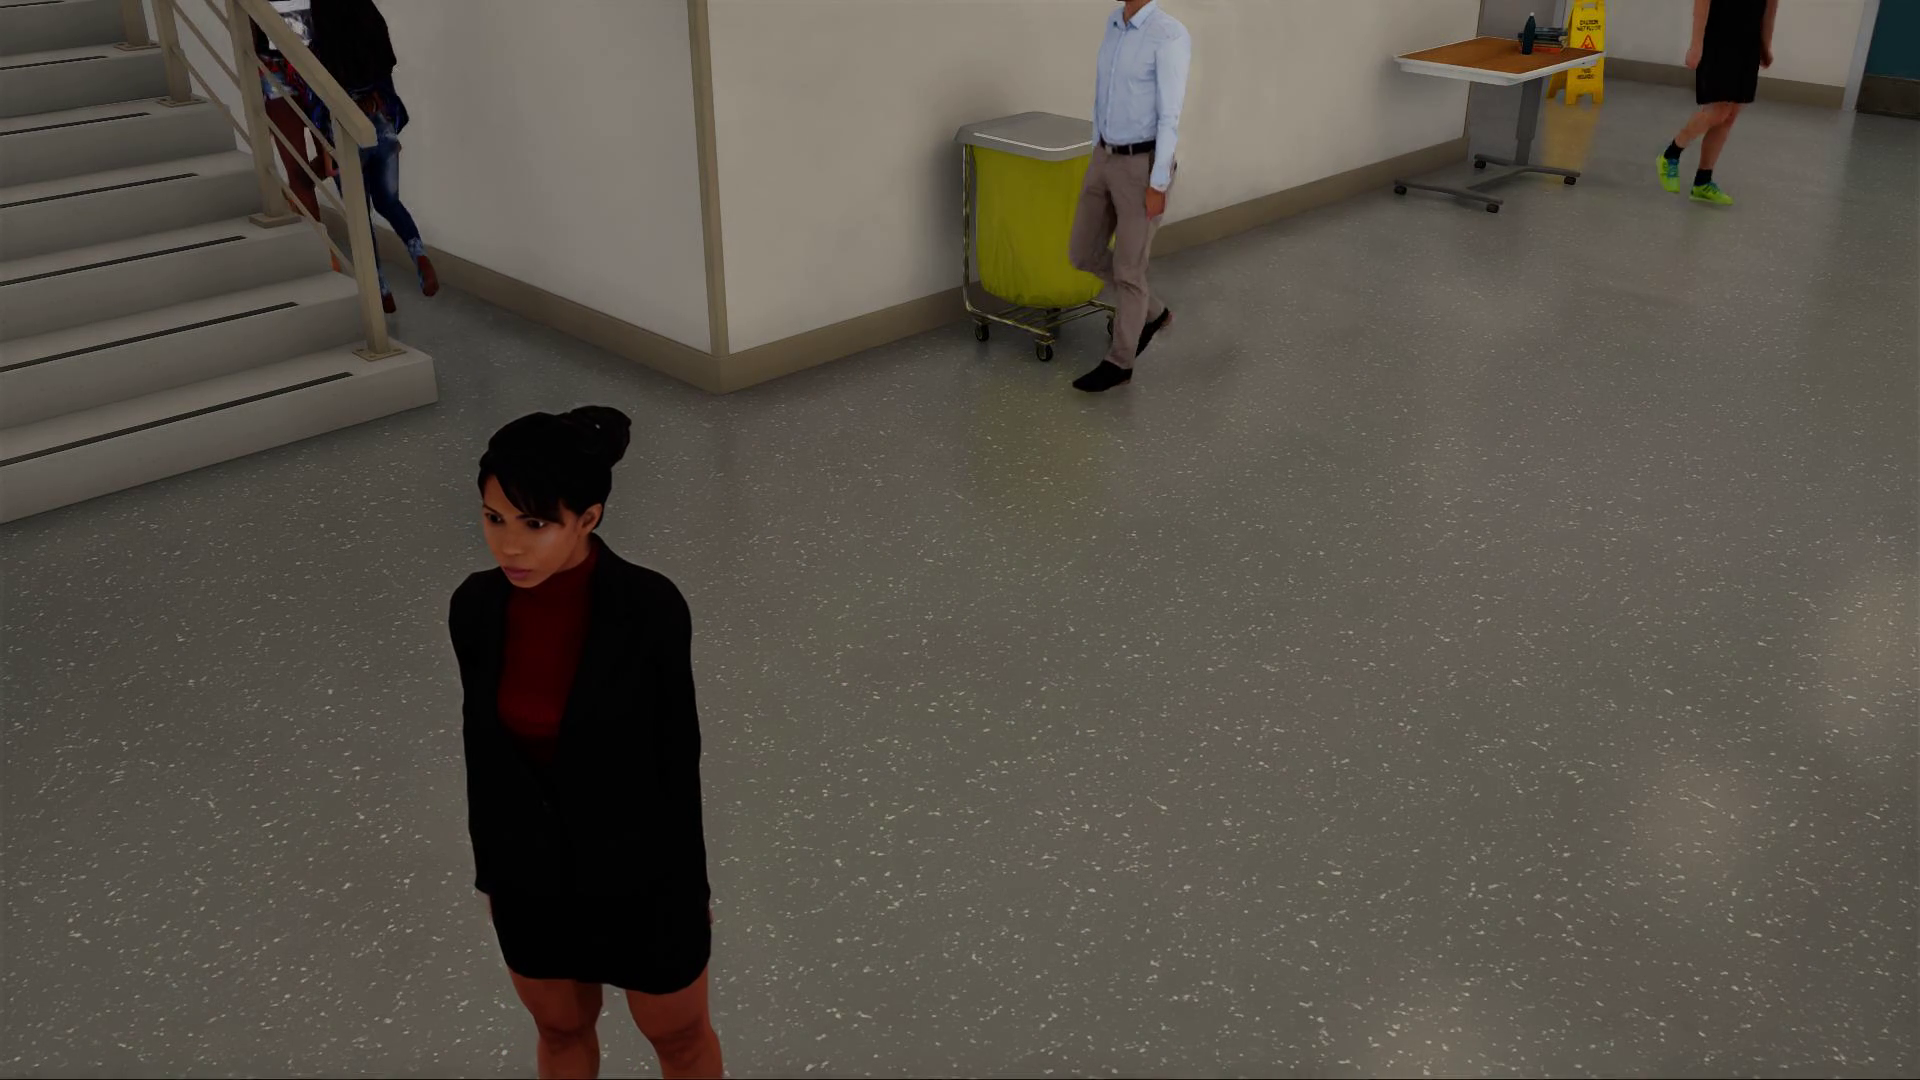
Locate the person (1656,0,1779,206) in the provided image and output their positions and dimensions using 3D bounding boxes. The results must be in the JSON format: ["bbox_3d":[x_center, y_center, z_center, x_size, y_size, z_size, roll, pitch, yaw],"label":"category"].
[{"bbox_3d":[4.345,-2.873,9.532,0.800,1.878,0.838,-13,29,-25],"label":"person"}]

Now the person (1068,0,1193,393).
[{"bbox_3d":[0.744,-1.506,6.755,0.779,1.830,0.783,-18,31,-32],"label":"person"}]

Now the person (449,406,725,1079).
[{"bbox_3d":[-0.585,0.562,2.688,0.682,1.637,0.745,4,26,8],"label":"person"}]

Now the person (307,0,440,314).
[{"bbox_3d":[-2.685,-1.792,7.606,0.812,1.606,0.667,19,32,34],"label":"person"}]

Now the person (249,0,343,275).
[{"bbox_3d":[-3.359,-2.211,8.356,0.602,1.708,0.978,-22,33,-37],"label":"person"}]
